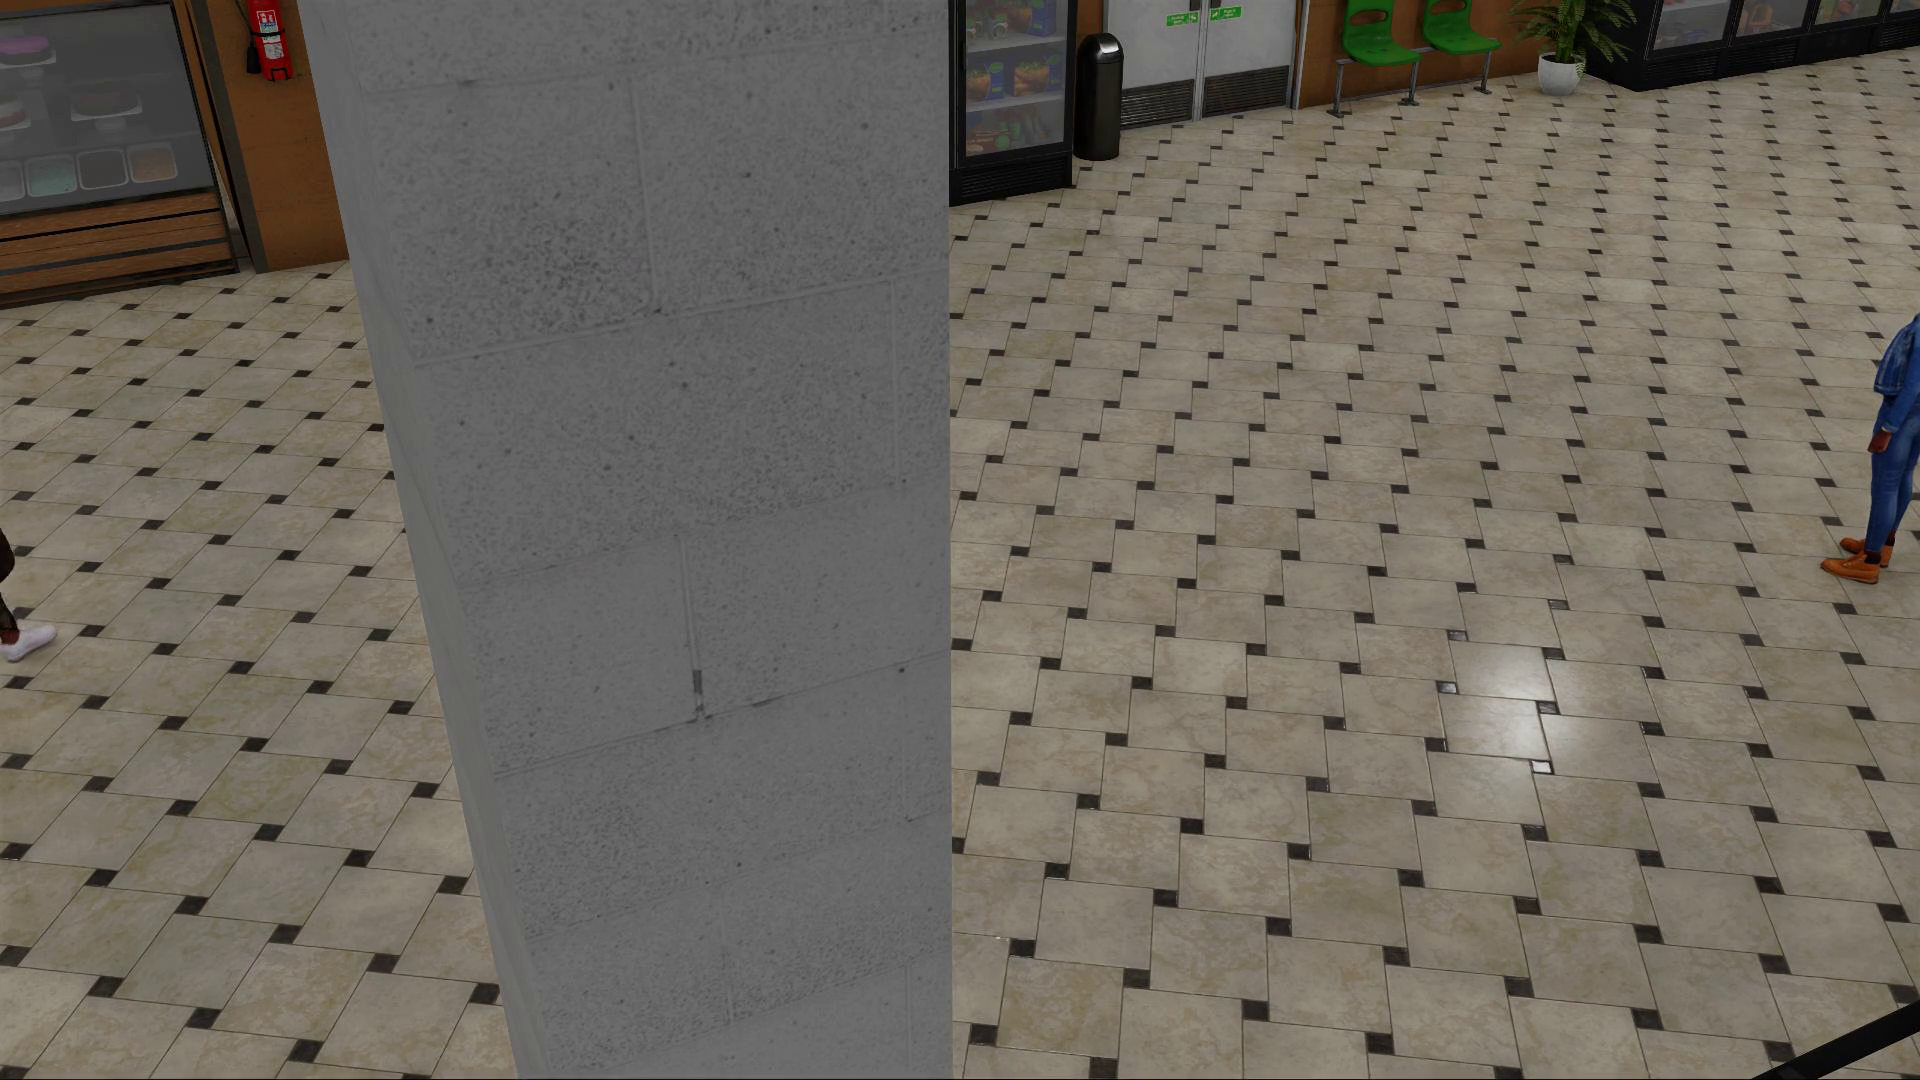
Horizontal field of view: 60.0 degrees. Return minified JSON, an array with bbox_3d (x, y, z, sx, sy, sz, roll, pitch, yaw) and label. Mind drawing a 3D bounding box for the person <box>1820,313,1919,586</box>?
[{"bbox_3d":[4.583,-0.581,8.027,0.659,1.712,0.617,-26,40,-35],"label":"person"}]
